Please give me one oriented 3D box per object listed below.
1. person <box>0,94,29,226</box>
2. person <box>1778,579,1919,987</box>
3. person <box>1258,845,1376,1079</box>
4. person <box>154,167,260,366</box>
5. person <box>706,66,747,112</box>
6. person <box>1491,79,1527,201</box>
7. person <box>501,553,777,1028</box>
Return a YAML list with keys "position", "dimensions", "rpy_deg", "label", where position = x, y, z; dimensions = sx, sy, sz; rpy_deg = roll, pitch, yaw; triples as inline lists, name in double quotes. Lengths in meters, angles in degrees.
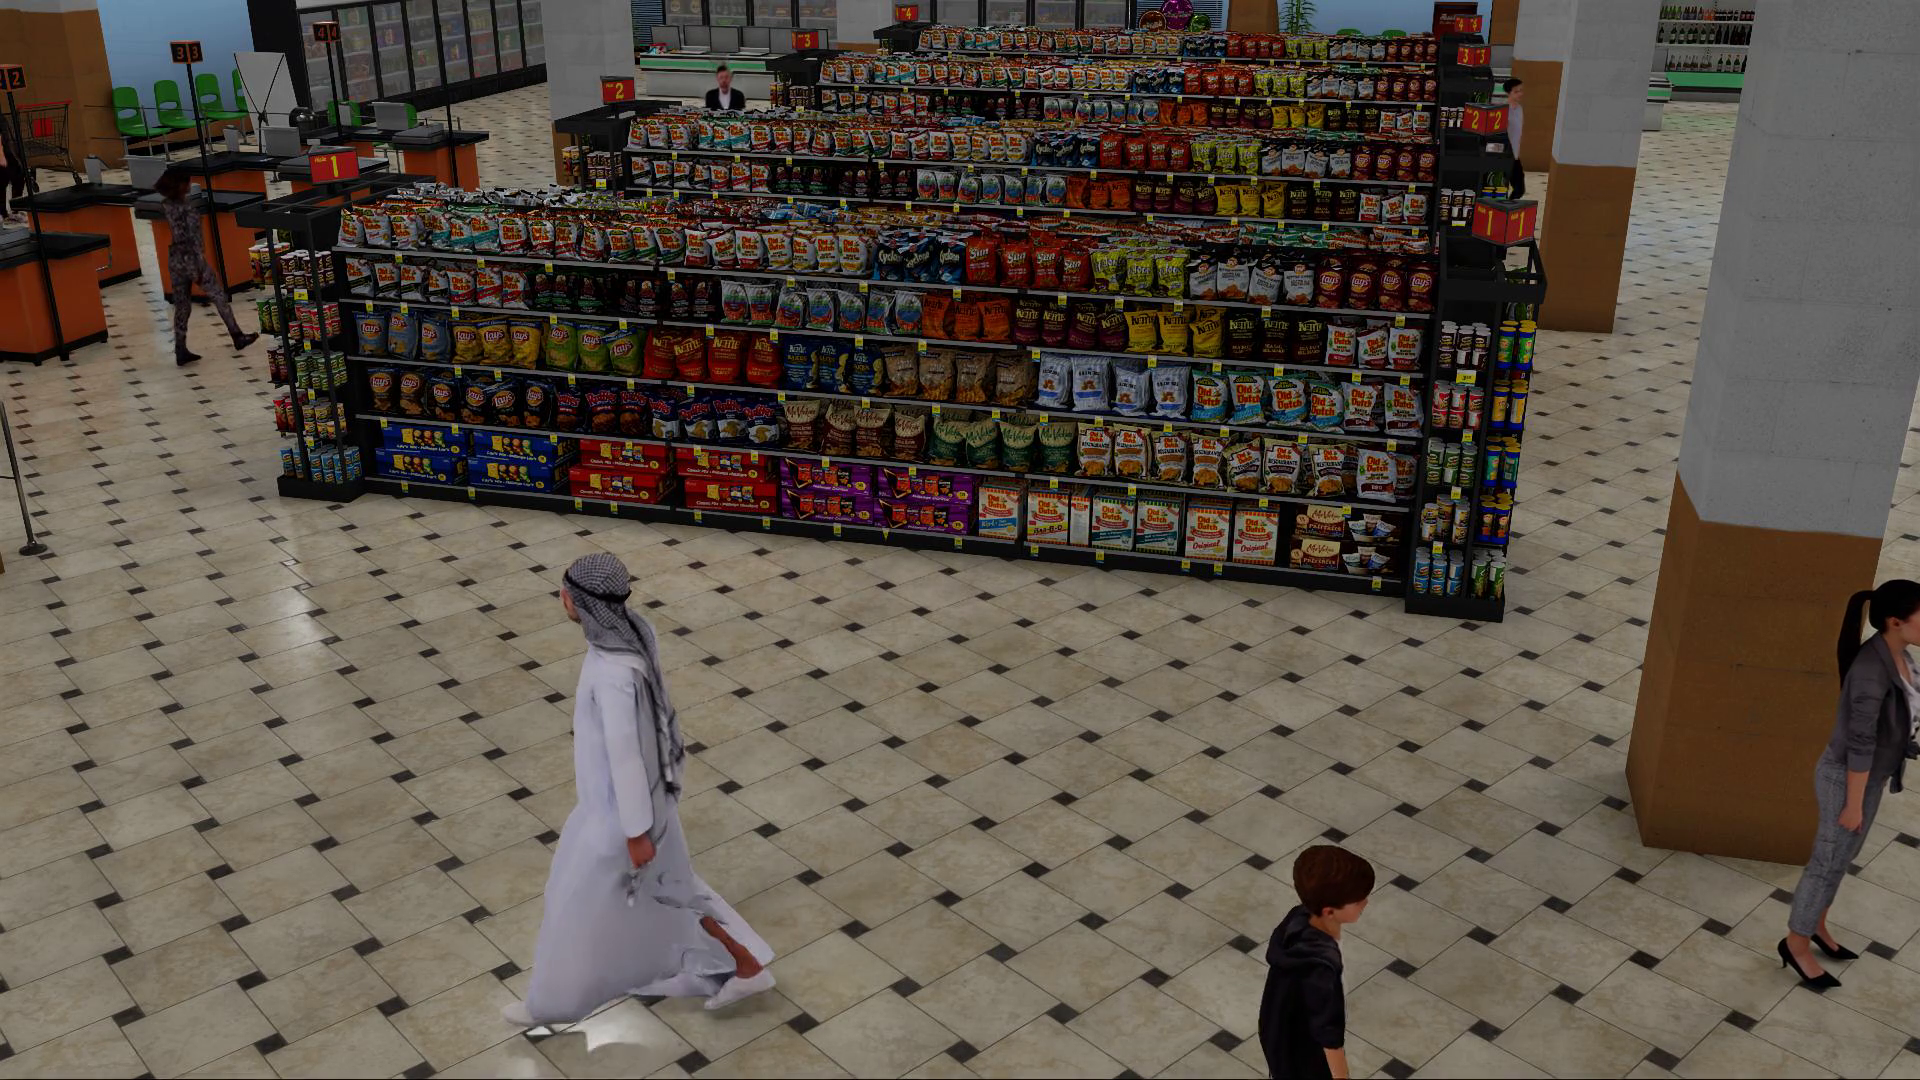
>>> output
- position: [-11.748, -4.692, 20.200]
  dimensions: [0.856, 1.749, 0.793]
  rpy_deg: [-13, 25, -30]
  label: "person"
- position: [3.410, 0.915, 6.346]
  dimensions: [0.694, 1.675, 0.690]
  rpy_deg: [15, 26, 33]
  label: "person"
- position: [0.987, 1.569, 5.053]
  dimensions: [0.865, 1.425, 0.637]
  rpy_deg: [1, 22, 3]
  label: "person"
- position: [-6.774, -2.347, 14.452]
  dimensions: [1.022, 1.682, 0.807]
  rpy_deg: [11, 24, 25]
  label: "person"
- position: [-2.931, -5.039, 20.963]
  dimensions: [0.972, 1.824, 0.956]
  rpy_deg: [-3, 22, -7]
  label: "person"
- position: [6.307, -4.462, 19.509]
  dimensions: [0.850, 1.838, 0.897]
  rpy_deg: [-20, 29, -40]
  label: "person"
- position: [-1.101, 0.947, 5.978]
  dimensions: [1.351, 1.889, 0.987]
  rpy_deg: [-1, 22, -3]
  label: "person"
